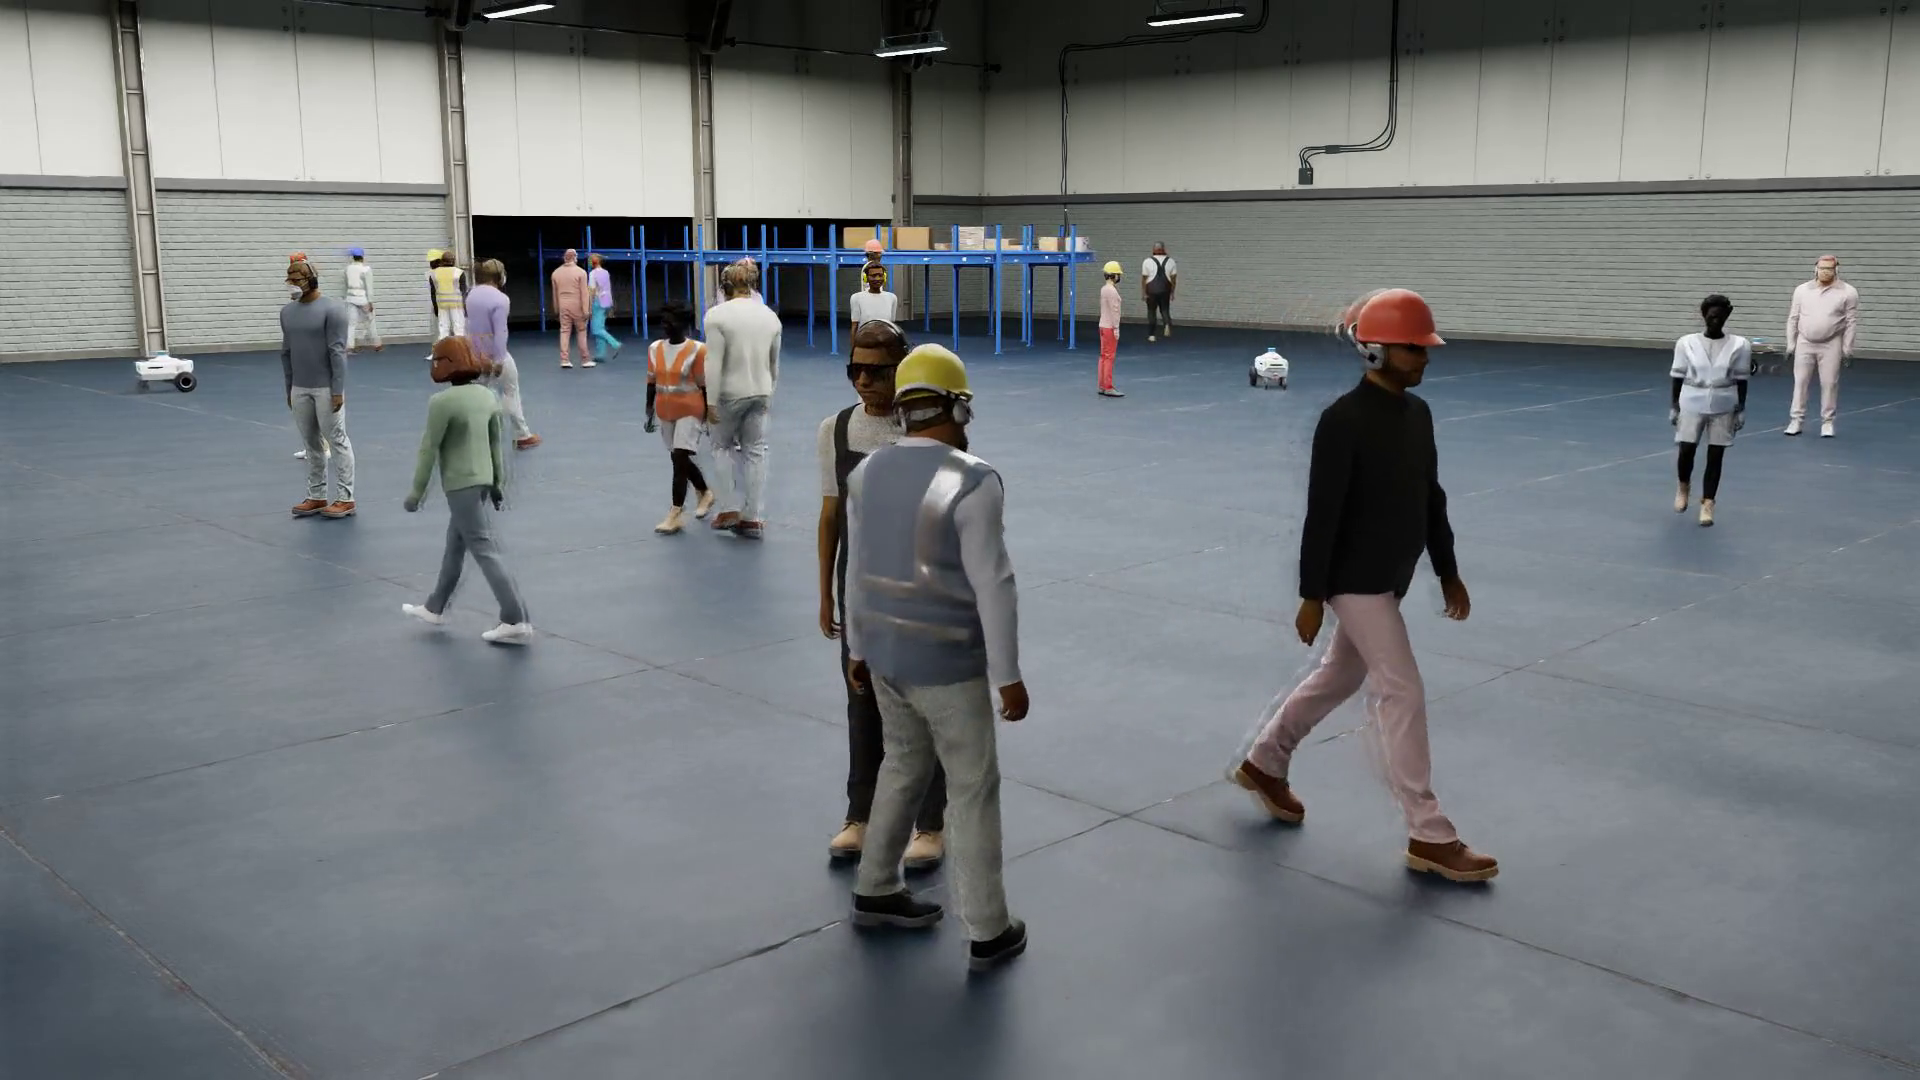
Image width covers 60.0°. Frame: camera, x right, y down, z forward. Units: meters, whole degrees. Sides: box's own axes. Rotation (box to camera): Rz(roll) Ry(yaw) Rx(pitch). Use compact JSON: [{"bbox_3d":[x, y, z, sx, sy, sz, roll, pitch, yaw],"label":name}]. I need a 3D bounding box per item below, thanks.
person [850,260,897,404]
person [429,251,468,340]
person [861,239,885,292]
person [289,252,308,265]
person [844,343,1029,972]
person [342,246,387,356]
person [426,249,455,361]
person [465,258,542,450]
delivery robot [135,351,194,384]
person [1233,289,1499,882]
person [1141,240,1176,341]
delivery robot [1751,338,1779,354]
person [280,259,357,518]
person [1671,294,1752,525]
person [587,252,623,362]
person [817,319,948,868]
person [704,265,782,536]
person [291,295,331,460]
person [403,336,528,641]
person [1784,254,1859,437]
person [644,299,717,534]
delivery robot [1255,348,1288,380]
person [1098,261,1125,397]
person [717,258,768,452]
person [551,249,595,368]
[{"bbox_3d":[-0.833,-1.816,16.398,0.532,1.871,0.321,-5,12,-26],"label":"person"},{"bbox_3d":[-8.420,-3.841,27.520,0.625,1.844,0.429,1,10,4],"label":"person"},{"bbox_3d":[-1.290,-3.445,24.799,0.366,2.047,0.608,0,10,-2],"label":"person"},{"bbox_3d":[-8.537,-2.800,21.719,0.354,1.886,0.572,-4,11,-19],"label":"person"},{"bbox_3d":[-0.081,0.326,4.926,0.423,1.804,0.666,-9,13,-39],"label":"person"},{"bbox_3d":[-10.626,-4.246,29.537,0.631,1.898,0.991,2,11,13],"label":"person"},{"bbox_3d":[-8.864,-4.053,28.564,0.595,1.891,0.918,4,11,22],"label":"person"},{"bbox_3d":[-4.630,-1.803,16.297,0.638,1.897,1.007,7,13,35],"label":"person"},{"bbox_3d":[-10.861,-2.340,22.701,0.707,0.478,0.477,-6,12,-29],"label":"delivery robot"},{"bbox_3d":[1.379,0.107,5.724,1.052,1.943,0.622,9,13,39],"label":"person"},{"bbox_3d":[3.969,-5.015,33.492,0.685,2.000,0.537,-1,10,-8],"label":"person"},{"bbox_3d":[12.165,-2.969,25.425,0.698,0.223,0.335,-2,11,-11],"label":"delivery robot"},{"bbox_3d":[-4.853,-1.140,12.545,0.624,1.933,0.359,4,11,23],"label":"person"},{"bbox_3d":[5.496,-0.959,12.215,0.537,1.688,0.389,4,11,21],"label":"person"},{"bbox_3d":[-5.967,-3.883,27.791,0.612,1.826,0.588,3,11,16],"label":"person"},{"bbox_3d":[-0.246,0.183,5.589,0.505,1.842,0.333,3,11,18],"label":"person"},{"bbox_3d":[-1.546,-0.986,11.785,0.655,1.898,0.545,-8,13,-37],"label":"person"},{"bbox_3d":[-6.175,-1.581,15.757,0.278,1.633,0.507,-8,13,-37],"label":"person"},{"bbox_3d":[-2.637,-0.270,8.728,0.845,1.587,0.517,3,11,17],"label":"person"},{"bbox_3d":[9.076,-2.051,17.580,0.647,1.907,0.404,8,13,36],"label":"person"},{"bbox_3d":[-2.010,-0.930,12.116,0.535,1.663,0.834,5,12,27],"label":"person"},{"bbox_3d":[4.361,-2.449,23.299,0.477,0.478,0.707,0,10,-1],"label":"delivery robot"},{"bbox_3d":[1.997,-2.790,21.985,0.305,1.771,0.525,-2,11,-12],"label":"person"},{"bbox_3d":[-2.086,-1.815,16.352,0.424,1.893,0.650,-7,13,-34],"label":"person"},{"bbox_3d":[-6.223,-3.717,26.717,0.675,1.906,0.499,3,11,18],"label":"person"}]
